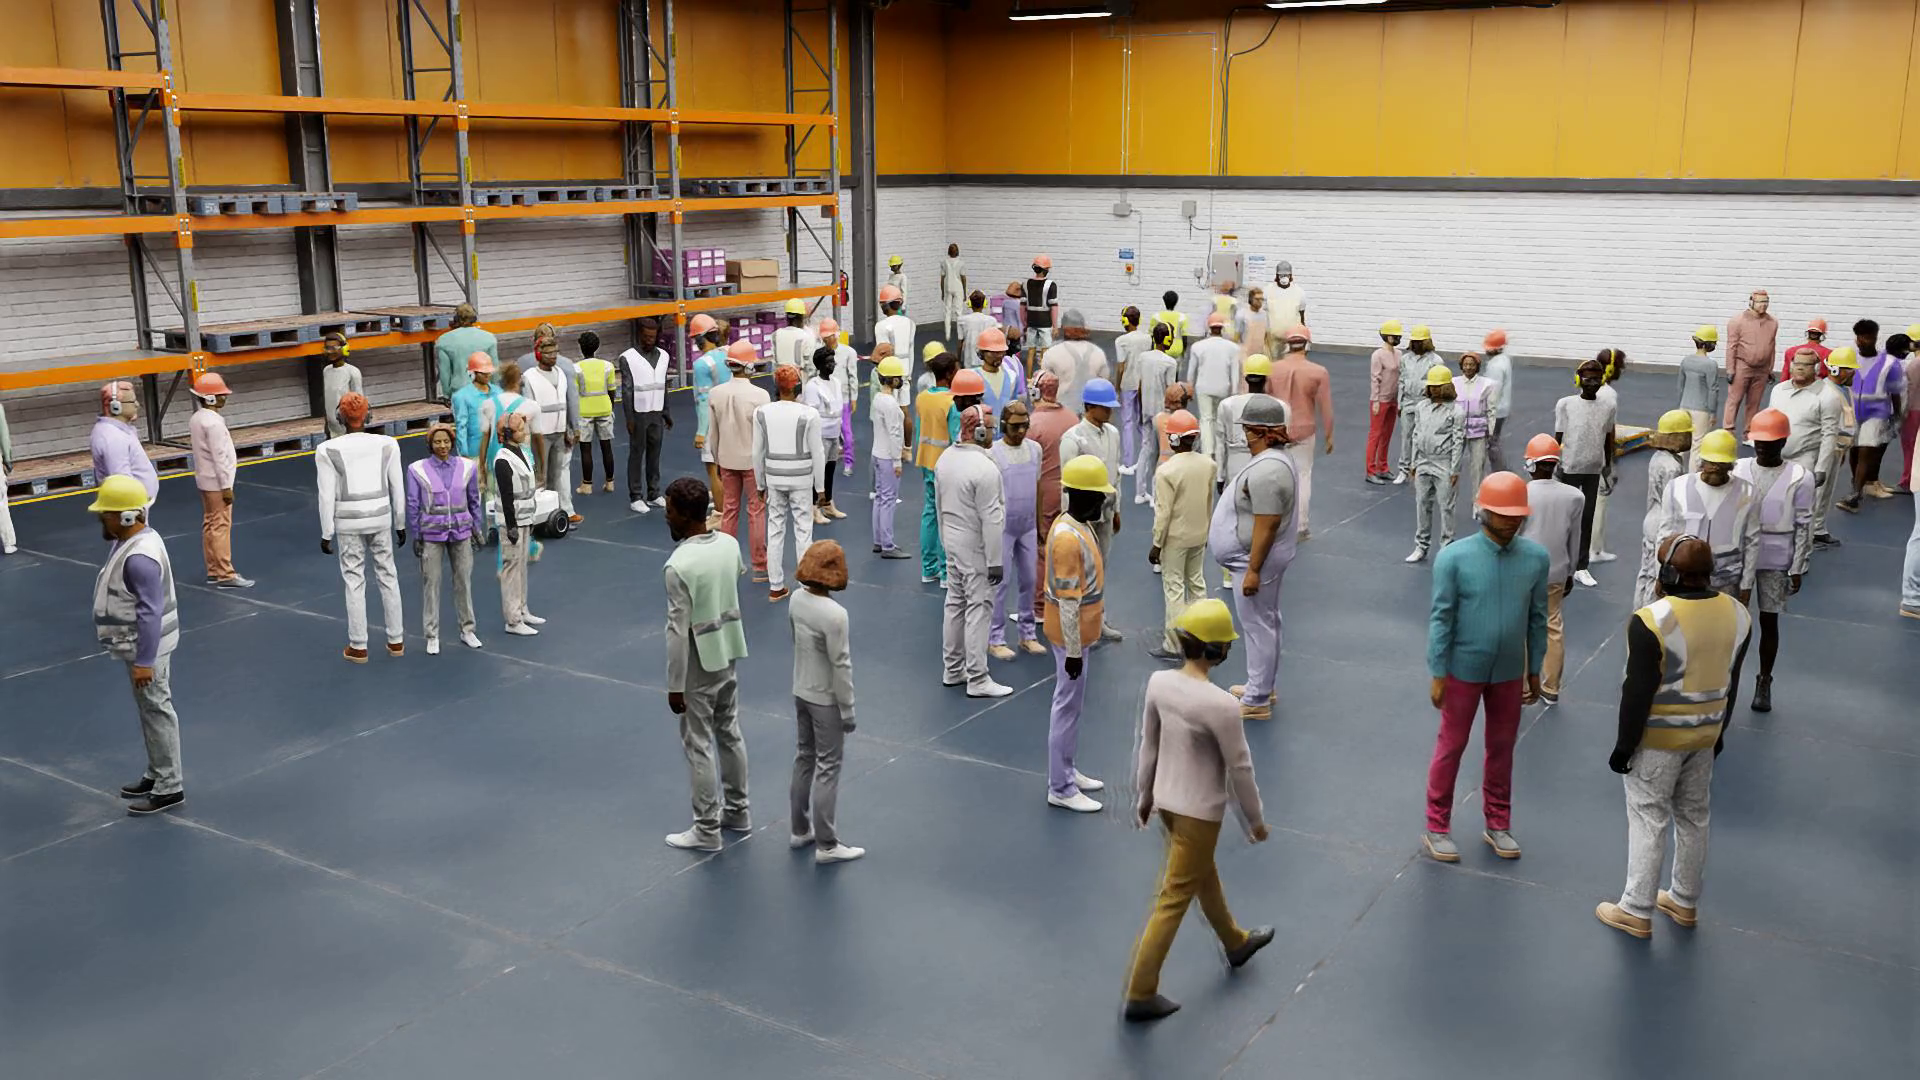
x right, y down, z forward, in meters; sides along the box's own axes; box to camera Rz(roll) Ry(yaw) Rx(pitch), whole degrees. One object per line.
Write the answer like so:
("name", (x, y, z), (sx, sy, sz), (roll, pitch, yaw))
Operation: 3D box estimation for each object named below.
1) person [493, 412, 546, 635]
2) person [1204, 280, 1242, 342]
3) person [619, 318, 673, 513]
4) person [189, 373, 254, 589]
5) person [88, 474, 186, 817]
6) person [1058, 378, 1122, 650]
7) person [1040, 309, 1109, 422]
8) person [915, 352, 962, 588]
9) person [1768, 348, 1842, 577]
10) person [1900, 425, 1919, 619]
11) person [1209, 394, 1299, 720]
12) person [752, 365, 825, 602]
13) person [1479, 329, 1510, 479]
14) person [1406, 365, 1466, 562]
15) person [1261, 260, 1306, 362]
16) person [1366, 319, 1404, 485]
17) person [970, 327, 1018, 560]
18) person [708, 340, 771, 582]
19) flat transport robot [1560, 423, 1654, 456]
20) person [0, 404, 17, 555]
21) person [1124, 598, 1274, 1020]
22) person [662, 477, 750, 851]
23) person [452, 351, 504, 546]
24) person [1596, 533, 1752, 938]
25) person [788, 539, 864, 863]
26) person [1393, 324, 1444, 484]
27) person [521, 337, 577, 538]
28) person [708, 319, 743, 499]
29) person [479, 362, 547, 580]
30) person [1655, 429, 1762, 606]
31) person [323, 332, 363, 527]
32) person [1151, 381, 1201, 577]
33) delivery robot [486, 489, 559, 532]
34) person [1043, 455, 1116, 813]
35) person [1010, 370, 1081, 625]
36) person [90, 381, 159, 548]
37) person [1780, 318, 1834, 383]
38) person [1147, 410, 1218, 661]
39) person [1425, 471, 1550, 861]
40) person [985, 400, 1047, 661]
("person", (-3.264, -0.125, 12.229), (0.307, 1.641, 0.512), (-1, 13, -2))
("person", (4.001, -3.169, 25.482), (0.618, 1.607, 0.407), (6, 14, 26))
("person", (-3.108, -1.245, 16.490), (0.397, 1.913, 0.587), (10, 16, 37))
("person", (-6.032, -0.485, 13.536), (0.328, 1.753, 0.560), (-10, 16, -38))
("person", (-4.380, 0.550, 8.871), (0.403, 1.835, 0.586), (-7, 15, -29))
("person", (0.945, -0.191, 11.859), (0.417, 1.940, 0.608), (11, 17, 41))
("person", (1.085, -1.341, 16.622), (0.692, 2.000, 1.020), (-6, 14, -25))
("person", (-0.147, -0.570, 13.543), (0.391, 1.920, 0.587), (-9, 16, -34))
("person", (6.975, -0.658, 13.942), (0.410, 1.912, 0.651), (-7, 15, -27))
("person", (7.436, -0.396, 12.628), (0.398, 1.992, 0.613), (9, 16, 34))
("person", (1.826, 0.094, 10.396), (0.539, 2.000, 0.688), (4, 14, 18))
("person", (-1.328, -0.433, 13.027), (0.586, 1.882, 0.343), (4, 13, 16))
("person", (5.615, -1.386, 17.544), (0.389, 1.706, 0.645), (4, 14, 18))
("person", (4.060, -0.631, 14.218), (0.335, 1.734, 0.482), (-10, 16, -38))
("person", (4.540, -2.917, 23.458), (0.682, 2.000, 0.538), (0, 13, 1))
("person", (4.583, -1.486, 17.856), (0.522, 1.769, 0.310), (-13, 18, -43))
("person", (0.263, -0.808, 14.302), (0.605, 2.045, 0.381), (-8, 15, -31))
("person", (-1.774, -0.642, 13.690), (0.611, 1.995, 0.375), (6, 14, 24))
("flat transport robot", (7.804, -1.217, 19.963), (0.652, 0.197, 1.431), (12, 18, 42))
("person", (-8.559, -0.651, 14.511), (0.522, 1.638, 0.310), (-10, 16, -36))
("person", (1.015, 1.079, 6.834), (0.925, 1.719, 0.534), (-8, 15, -30))
("person", (-1.279, 0.627, 8.381), (0.387, 1.910, 0.593), (6, 14, 23))
("person", (-4.294, -0.835, 15.056), (0.335, 1.749, 0.575), (8, 15, 31))
("person", (3.178, 0.873, 7.458), (0.633, 1.841, 0.429), (-5, 14, -21))
("person", (-0.683, 0.794, 8.271), (0.275, 1.628, 0.498), (-9, 16, -33))
("person", (4.863, -1.424, 17.665), (0.483, 1.734, 0.342), (10, 16, 36))
("person", (-3.831, -0.965, 15.415), (0.392, 1.846, 0.564), (6, 14, 26))
("person", (-2.427, -1.338, 17.040), (0.339, 1.845, 0.514), (6, 14, 23))
("person", (-3.732, -0.590, 13.946), (0.514, 1.779, 0.970), (2, 13, 8))
("person", (4.649, 0.207, 10.384), (0.593, 1.824, 0.403), (6, 14, 23))
("person", (-5.780, -1.011, 15.565), (0.532, 1.871, 0.315), (8, 15, 31))
("person", (1.797, -0.499, 13.846), (0.312, 1.642, 0.512), (-11, 17, -39))
("delivery robot", (-3.981, -0.295, 15.134), (0.477, 0.478, 0.707), (6, 14, 24))
("person", (0.636, 0.490, 8.934), (0.374, 1.923, 0.595), (2, 13, 7))
("person", (0.619, -0.321, 12.492), (0.409, 1.907, 0.651), (11, 17, 40))
("person", (-5.940, -0.187, 11.913), (0.403, 1.906, 0.651), (-8, 15, -30))
("person", (9.284, -1.558, 18.222), (0.574, 1.742, 0.355), (9, 16, 34))
("person", (1.528, -0.033, 11.577), (0.562, 1.752, 0.327), (-11, 17, -39))
("person", (2.600, 0.631, 8.202), (0.615, 1.985, 0.415), (-2, 13, -8))
("person", (0.367, -0.067, 11.562), (0.519, 1.834, 0.354), (-8, 15, -32))
